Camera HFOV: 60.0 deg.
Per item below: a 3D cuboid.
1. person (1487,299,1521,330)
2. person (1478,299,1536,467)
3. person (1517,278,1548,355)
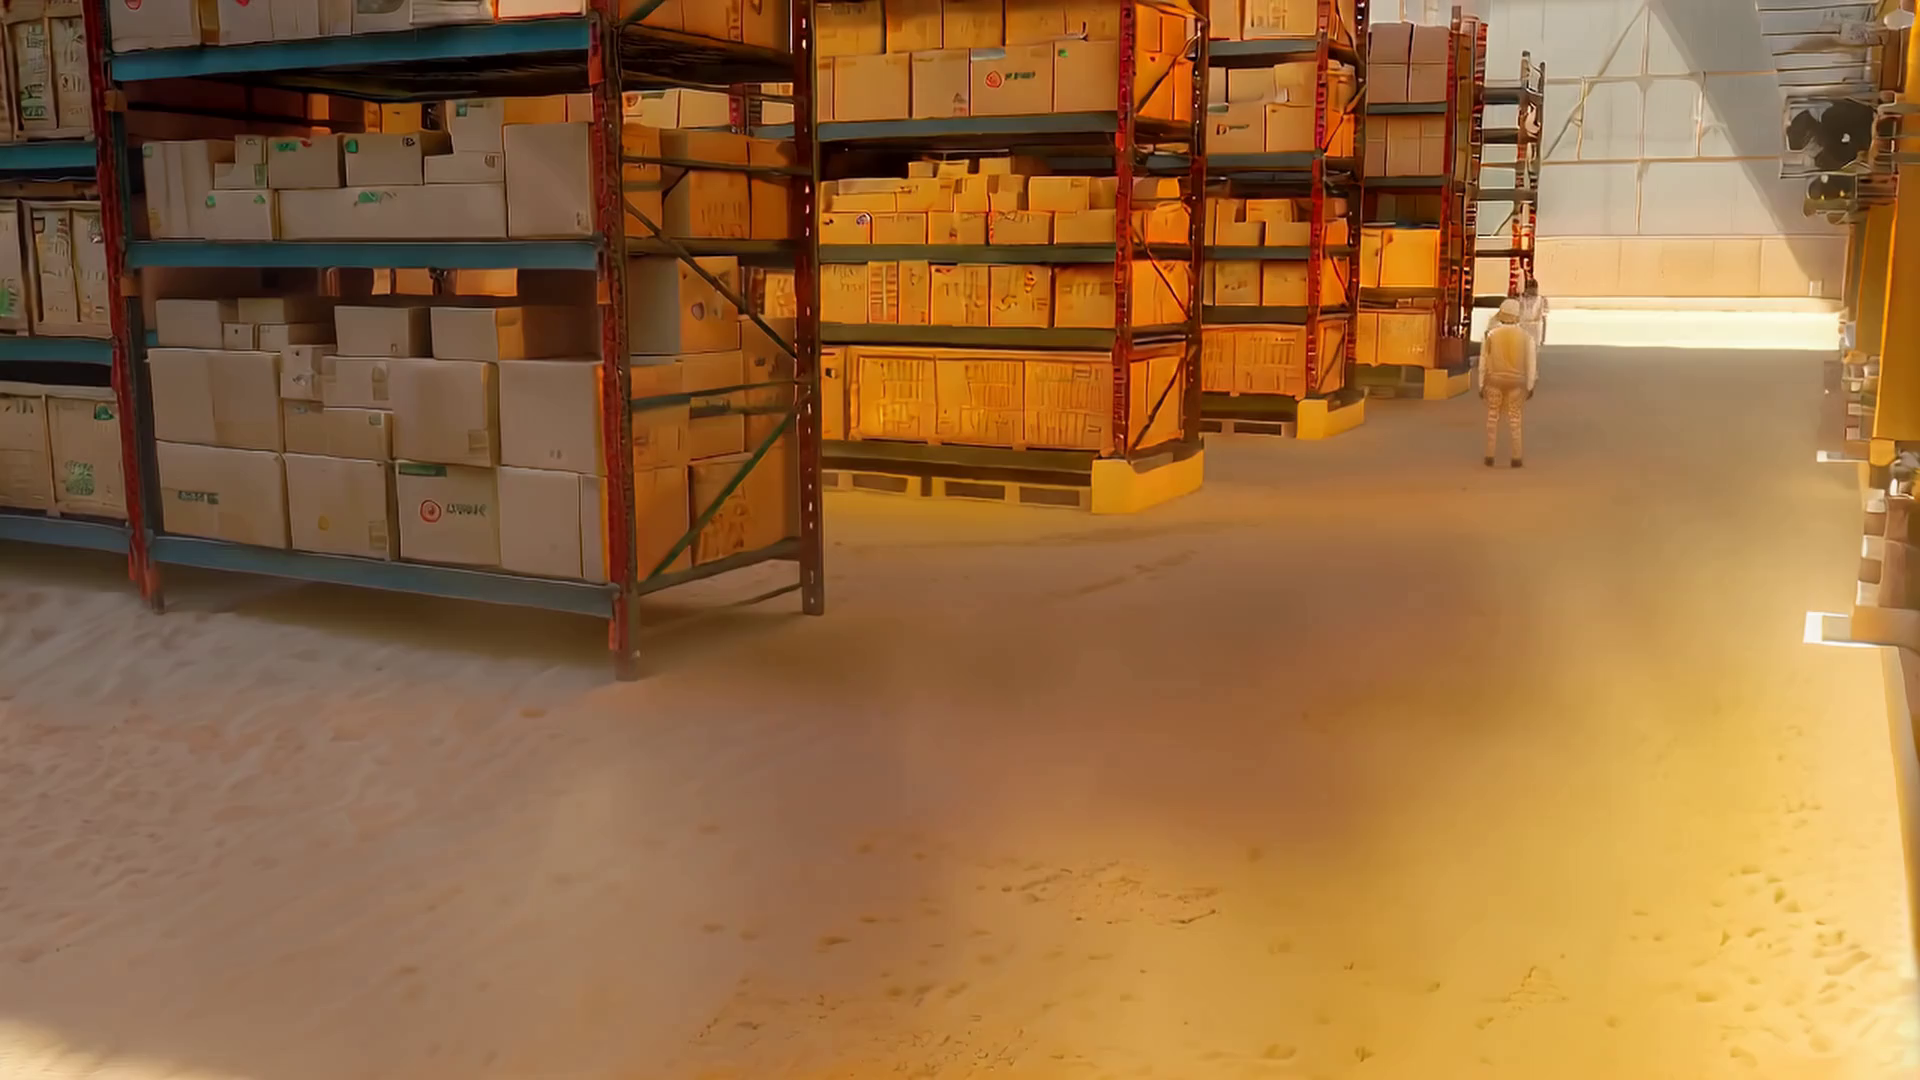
[{"bbox_3d":[8.705,-3.057,26.647,0.513,1.599,0.842,7,12,36],"label":"person"},{"bbox_3d":[5.973,-1.710,18.178,0.603,1.830,0.404,3,10,19],"label":"person"},{"bbox_3d":[10.053,-3.665,29.346,0.558,1.898,0.977,4,11,23],"label":"person"}]
